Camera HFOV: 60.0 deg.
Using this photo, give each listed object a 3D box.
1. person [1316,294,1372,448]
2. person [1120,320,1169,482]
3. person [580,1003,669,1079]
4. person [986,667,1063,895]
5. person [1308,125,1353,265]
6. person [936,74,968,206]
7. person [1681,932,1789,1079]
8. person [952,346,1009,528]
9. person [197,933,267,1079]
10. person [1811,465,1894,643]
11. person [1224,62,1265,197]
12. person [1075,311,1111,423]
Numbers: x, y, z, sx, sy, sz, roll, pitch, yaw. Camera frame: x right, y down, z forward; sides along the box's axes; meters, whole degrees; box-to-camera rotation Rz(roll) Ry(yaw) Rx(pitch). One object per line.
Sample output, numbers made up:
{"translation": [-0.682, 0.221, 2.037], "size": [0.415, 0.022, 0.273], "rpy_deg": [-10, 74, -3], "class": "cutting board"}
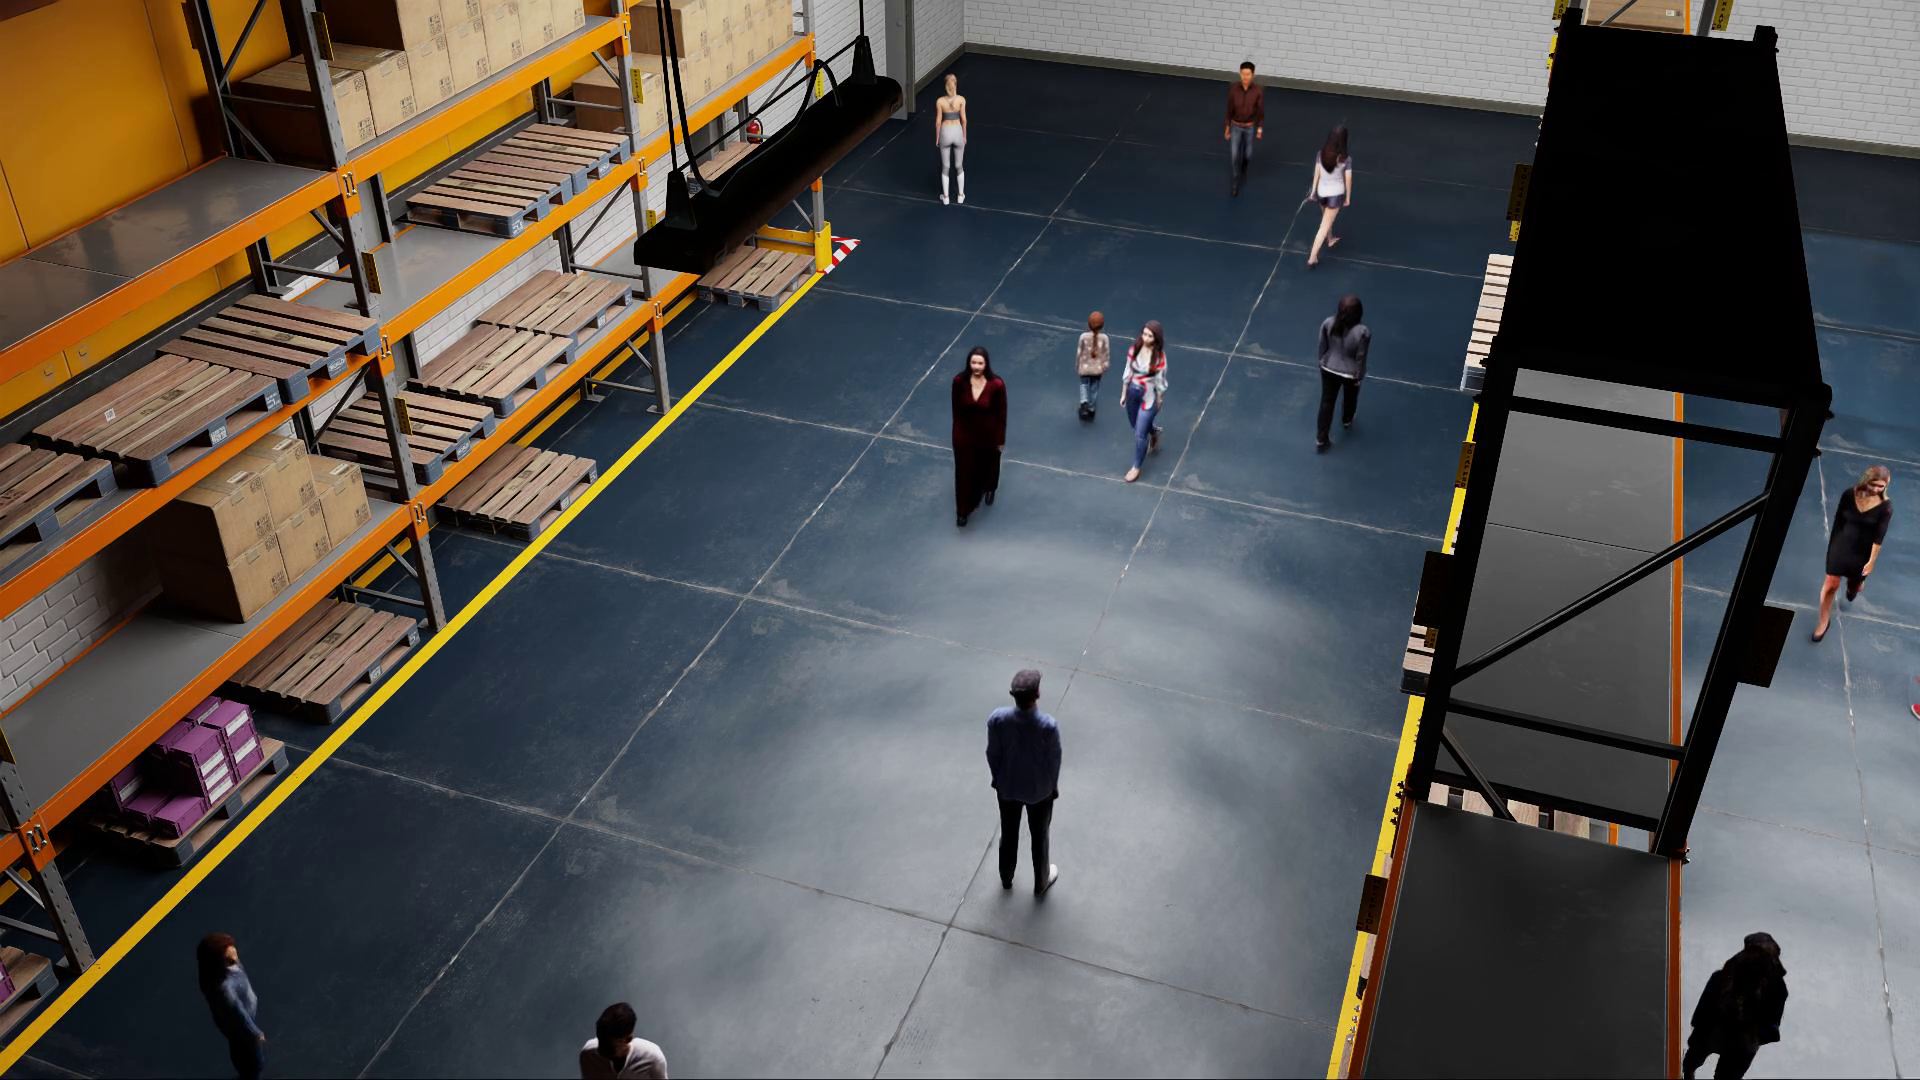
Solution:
{"translation": [3.727, -1.641, 16.343], "size": [0.760, 1.558, 1.077], "rpy_deg": [17, 37, 23], "class": "person"}
{"translation": [1.794, -1.392, 15.936], "size": [0.801, 1.593, 1.053], "rpy_deg": [24, 40, 31], "class": "person"}
{"translation": [-1.756, 3.114, 8.908], "size": [0.664, 1.867, 0.651], "rpy_deg": [4, 34, 6], "class": "person"}
{"translation": [0.437, 1.622, 11.136], "size": [0.668, 1.888, 0.598], "rpy_deg": [8, 34, 12], "class": "person"}
{"translation": [4.407, -4.102, 19.958], "size": [0.835, 1.654, 1.201], "rpy_deg": [22, 40, 30], "class": "person"}
{"translation": [-0.110, -5.199, 21.560], "size": [0.642, 1.707, 0.661], "rpy_deg": [-4, 34, -6], "class": "person"}
{"translation": [4.369, 2.909, 9.468], "size": [0.661, 1.589, 0.955], "rpy_deg": [13, 36, 18], "class": "person"}
{"translation": [0.197, -1.025, 15.275], "size": [0.795, 1.713, 1.107], "rpy_deg": [6, 34, 9], "class": "person"}
{"translation": [-4.293, 2.776, 9.787], "size": [0.721, 1.458, 0.728], "rpy_deg": [27, 42, 35], "class": "person"}
{"translation": [7.359, 0.071, 13.680], "size": [0.794, 1.654, 1.006], "rpy_deg": [27, 42, 34], "class": "person"}
{"translation": [3.716, -5.435, 21.868], "size": [0.742, 1.760, 0.982], "rpy_deg": [7, 34, 11], "class": "person"}
{"translation": [1.330, -1.732, 16.814], "size": [0.555, 1.187, 0.555], "rpy_deg": [2, 34, 2], "class": "person"}
